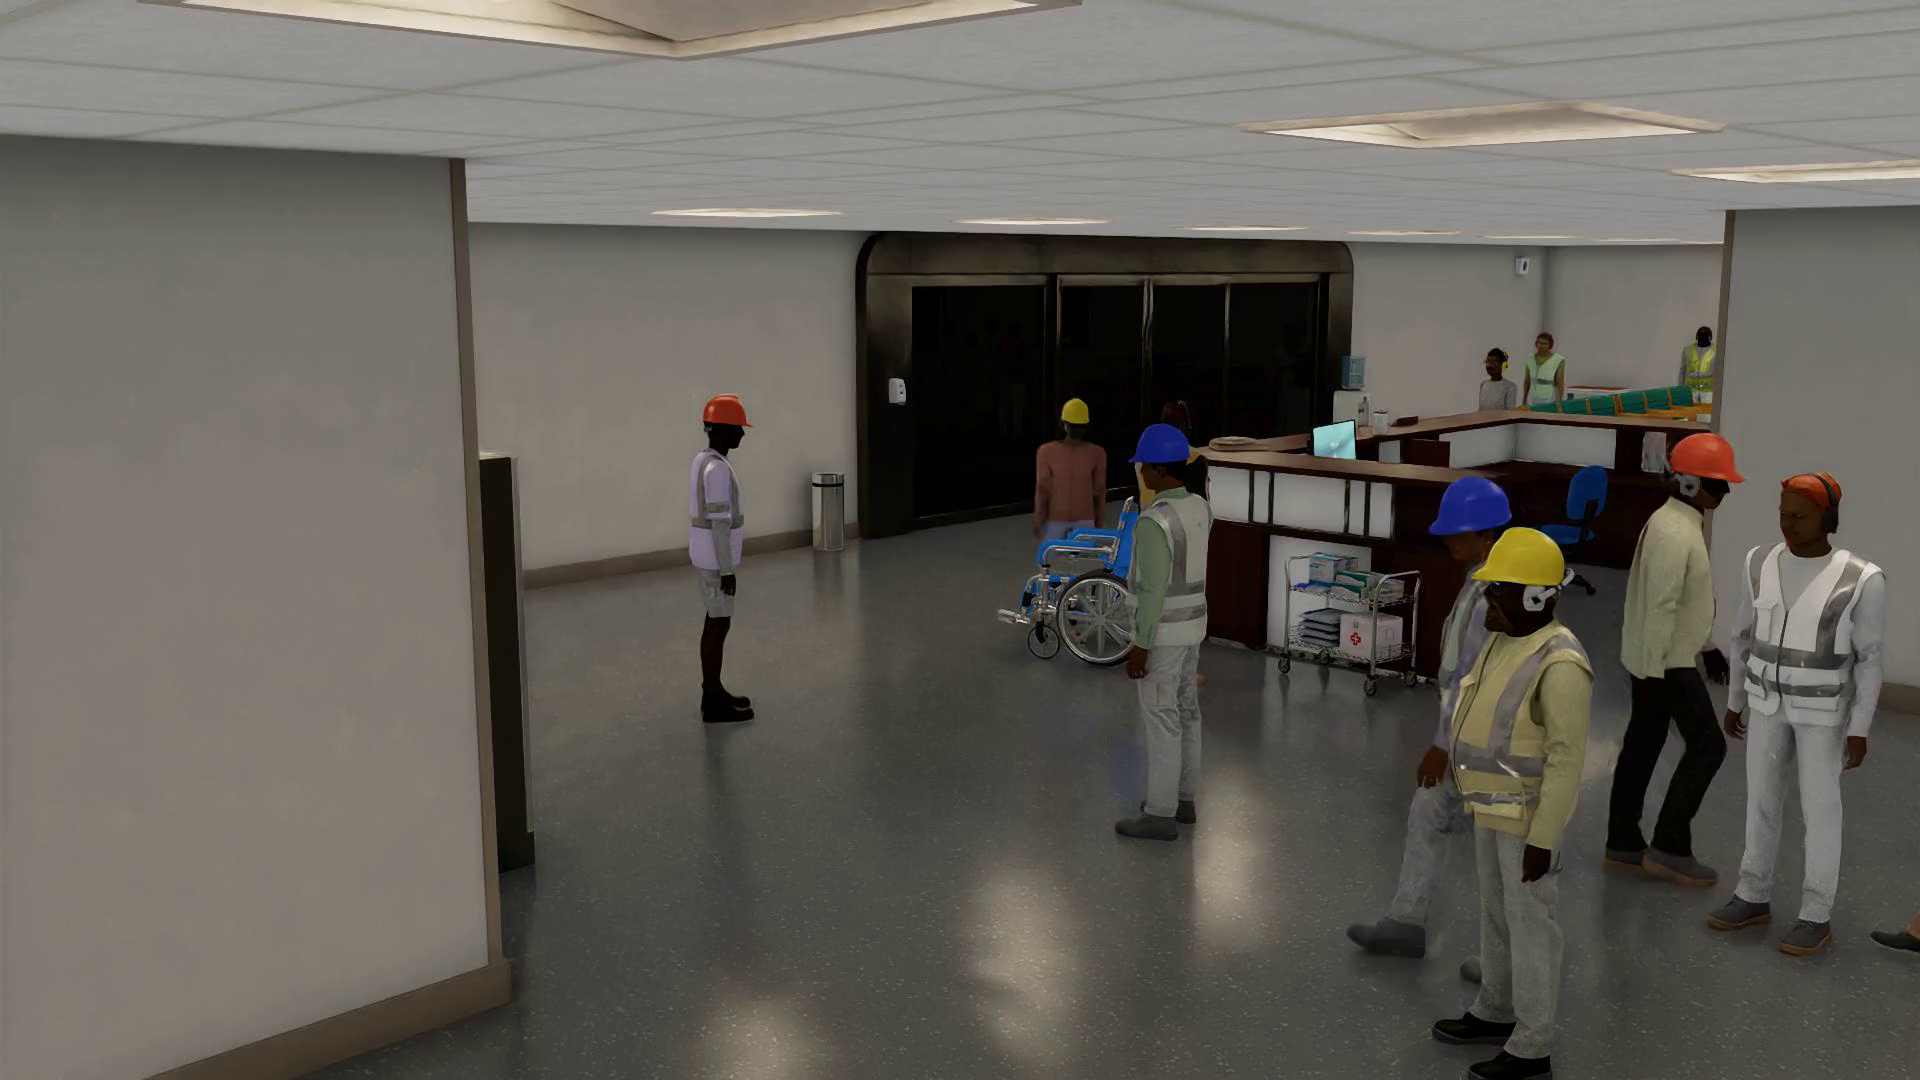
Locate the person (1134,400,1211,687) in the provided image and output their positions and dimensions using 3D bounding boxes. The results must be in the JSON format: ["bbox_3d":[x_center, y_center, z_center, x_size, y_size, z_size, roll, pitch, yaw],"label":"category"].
[{"bbox_3d":[1.365,0.029,10.586,0.430,1.835,0.619,-5,11,-29],"label":"person"}]

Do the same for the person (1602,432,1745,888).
[{"bbox_3d":[3.126,0.514,7.188,0.614,1.962,0.608,3,10,16],"label":"person"}]

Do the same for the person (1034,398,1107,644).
[{"bbox_3d":[0.784,-0.155,11.935,0.535,1.751,0.507,-1,9,-5],"label":"person"}]

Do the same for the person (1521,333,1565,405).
[{"bbox_3d":[7.863,-1.880,22.403,0.658,1.807,0.578,-6,11,-32],"label":"person"}]

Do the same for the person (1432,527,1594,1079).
[{"bbox_3d":[1.804,0.864,5.441,0.403,1.835,0.586,0,9,-3],"label":"person"}]

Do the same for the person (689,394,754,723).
[{"bbox_3d":[-1.397,0.106,9.809,0.390,1.929,0.545,-3,10,-15],"label":"person"}]

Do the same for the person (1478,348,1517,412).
[{"bbox_3d":[5.321,-0.983,16.646,0.328,1.876,0.514,-5,10,-28],"label":"person"}]

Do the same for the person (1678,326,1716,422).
[{"bbox_3d":[10.767,-2.188,24.176,0.632,1.836,0.429,7,11,36],"label":"person"}]

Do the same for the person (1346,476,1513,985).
[{"bbox_3d":[1.811,0.715,6.154,0.846,1.903,0.599,1,9,9],"label":"person"}]

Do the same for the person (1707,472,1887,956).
[{"bbox_3d":[3.267,0.667,6.494,0.337,1.882,0.585,-6,11,-32],"label":"person"}]

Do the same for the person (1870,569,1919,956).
[{"bbox_3d":[3.878,0.797,6.206,0.680,1.715,0.609,8,12,39],"label":"person"}]

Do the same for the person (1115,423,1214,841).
[{"bbox_3d":[0.962,0.426,7.777,0.386,1.948,0.604,5,11,29],"label":"person"}]
